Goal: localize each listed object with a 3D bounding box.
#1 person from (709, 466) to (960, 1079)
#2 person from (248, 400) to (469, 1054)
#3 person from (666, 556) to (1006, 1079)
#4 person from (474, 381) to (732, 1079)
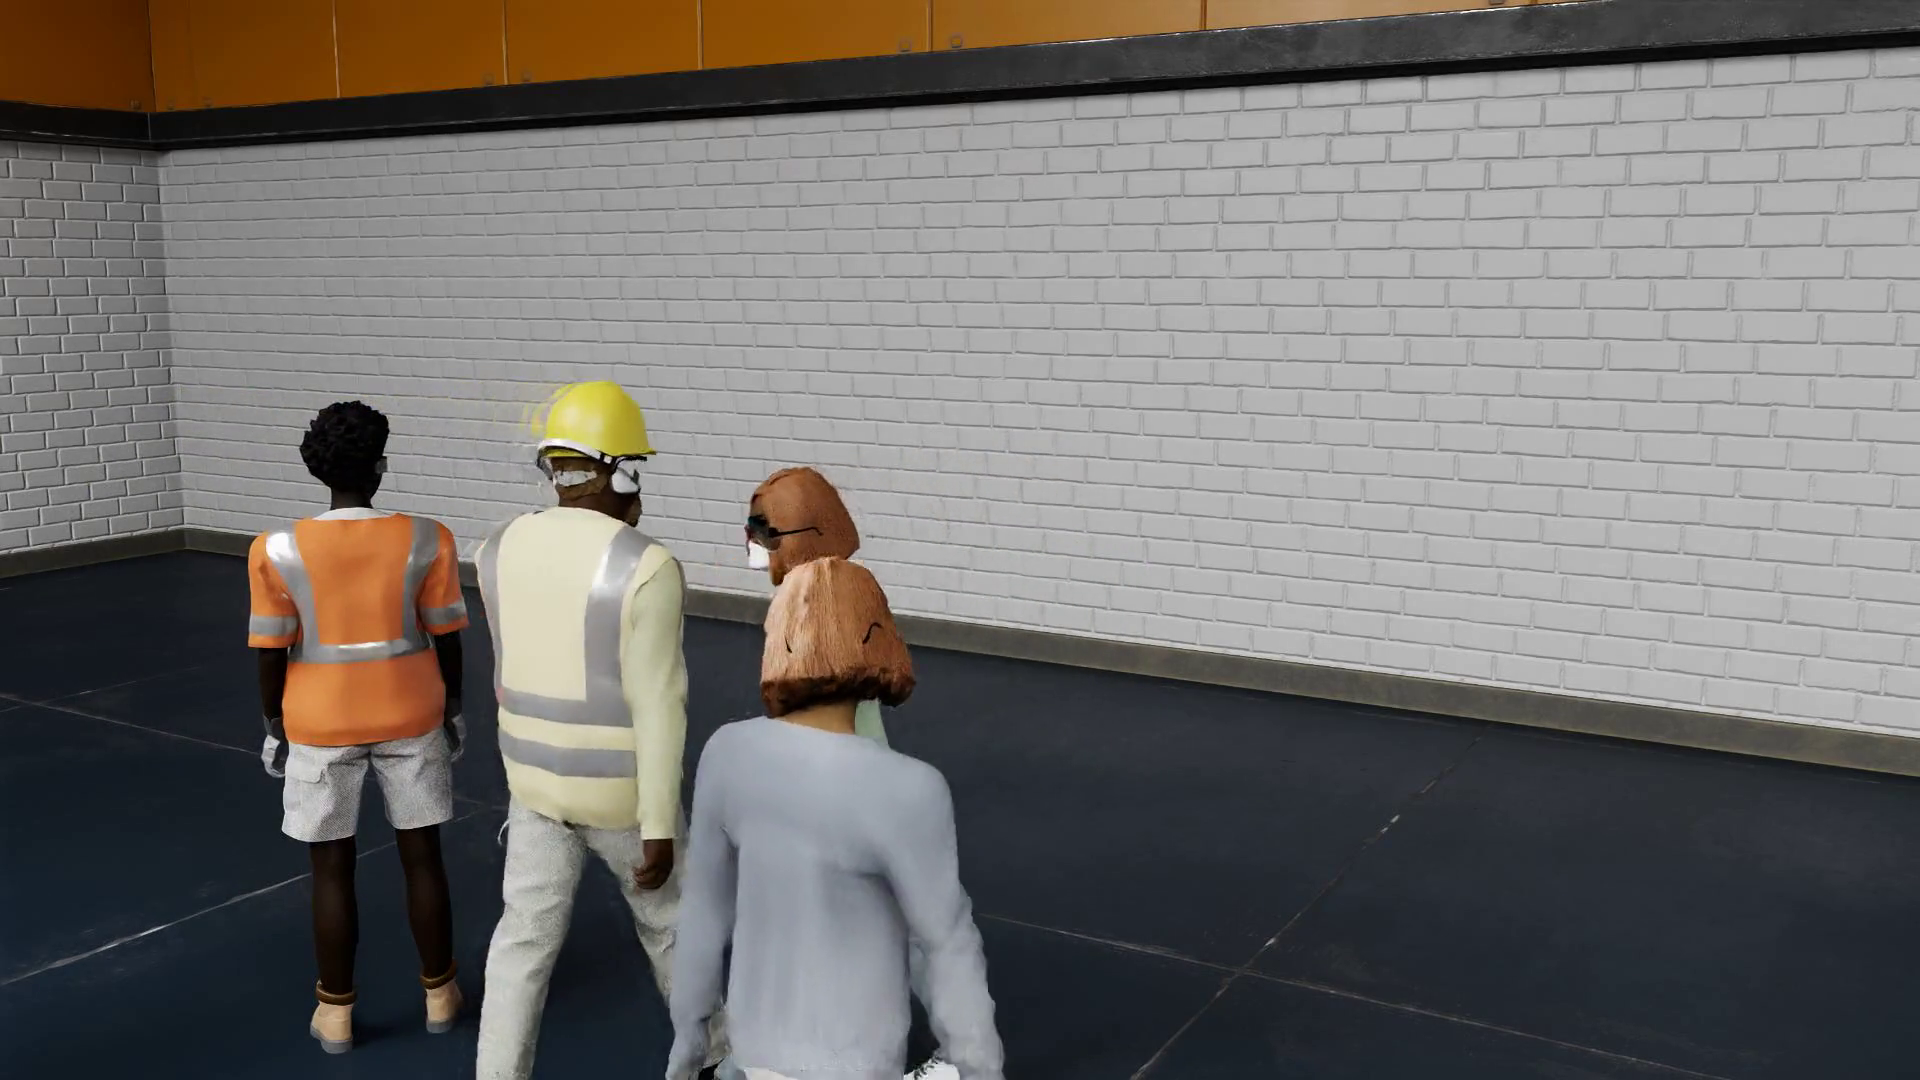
[{"bbox_3d":[-0.292,0.609,3.913,0.810,1.583,0.508,-3,10,-19],"label":"person"},{"bbox_3d":[-1.555,0.485,4.354,0.540,1.699,0.316,-4,10,-24],"label":"person"},{"bbox_3d":[-0.178,0.813,2.659,0.529,1.576,0.884,9,13,43],"label":"person"},{"bbox_3d":[-0.827,0.531,3.832,0.602,1.787,0.931,5,10,27],"label":"person"}]
